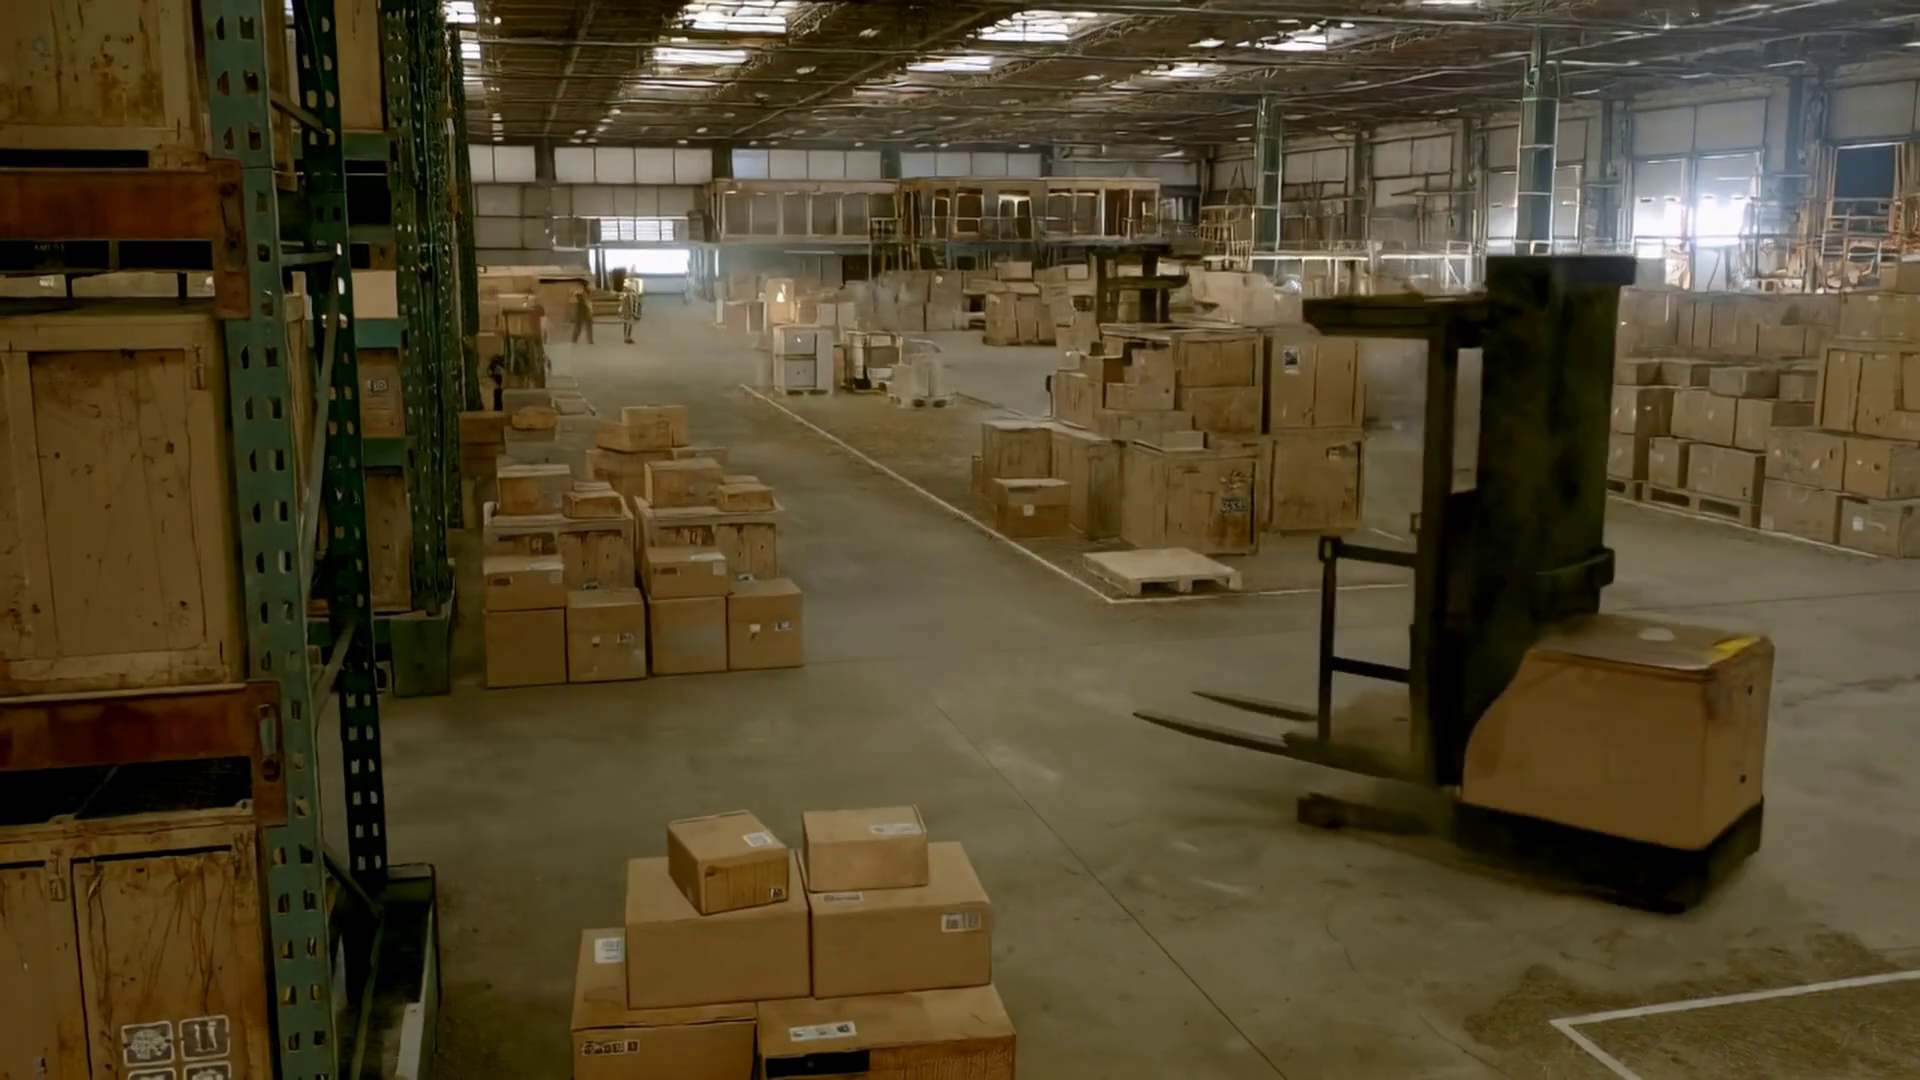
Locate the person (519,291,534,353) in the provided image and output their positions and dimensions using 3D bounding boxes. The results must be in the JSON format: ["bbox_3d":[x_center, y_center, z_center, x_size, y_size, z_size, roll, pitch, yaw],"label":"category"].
[{"bbox_3d":[-10.172,-4.989,39.432,0.968,1.818,0.545,1,10,8],"label":"person"}]

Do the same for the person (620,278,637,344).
[{"bbox_3d":[-9.828,-6.785,49.252,0.351,1.942,0.547,-9,14,-43],"label":"person"}]

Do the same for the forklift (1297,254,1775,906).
[{"bbox_3d":[2.741,0.067,7.795,1.873,2.768,1.129,8,13,40],"label":"forklift"}]

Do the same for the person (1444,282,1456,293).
[{"bbox_3d":[13.788,-6.318,46.758,0.633,1.891,0.487,-6,12,-33],"label":"person"}]

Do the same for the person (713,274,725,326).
[{"bbox_3d":[-8.724,-8.679,60.180,0.332,1.872,0.514,7,12,34],"label":"person"}]

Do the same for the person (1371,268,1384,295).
[{"bbox_3d":[18.639,-11.192,74.315,0.510,1.907,0.589,-9,13,-41],"label":"person"}]

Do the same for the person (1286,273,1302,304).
[{"bbox_3d":[13.009,-9.500,64.914,0.631,1.840,0.428,-1,10,-6],"label":"person"}]

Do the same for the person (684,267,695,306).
[{"bbox_3d":[-13.093,-12.289,80.595,0.586,1.880,0.354,5,11,25],"label":"person"}]

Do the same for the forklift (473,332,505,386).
[{"bbox_3d":[-10.203,-4.495,33.626,1.873,2.768,1.129,-3,10,-15],"label":"forklift"}]

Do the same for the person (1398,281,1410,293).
[{"bbox_3d":[12.524,-6.334,46.801,0.631,1.903,0.607,2,10,12],"label":"person"}]

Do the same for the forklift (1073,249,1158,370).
[{"bbox_3d":[2.504,-3.038,25.379,1.129,2.768,1.873,-3,10,-16],"label":"forklift"}]

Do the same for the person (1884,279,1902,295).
[{"bbox_3d":[26.654,-6.482,47.536,0.545,1.943,0.347,-3,10,-16],"label":"person"}]

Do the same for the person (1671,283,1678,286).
[{"bbox_3d":[20.176,-6.353,47.113,0.551,1.831,0.447,-3,10,-16],"label":"person"}]

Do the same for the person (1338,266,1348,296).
[{"bbox_3d":[18.428,-12.143,79.678,0.782,1.915,0.553,10,14,44],"label":"person"}]

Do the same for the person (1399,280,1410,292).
[{"bbox_3d":[12.809,-6.513,47.815,0.636,1.915,0.814,-10,14,-43],"label":"person"}]

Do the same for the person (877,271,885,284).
[{"bbox_3d":[-2.796,-8.658,59.708,0.396,1.992,0.623,7,12,35],"label":"person"}]

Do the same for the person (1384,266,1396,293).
[{"bbox_3d":[20.869,-12.357,80.820,0.610,1.936,0.420,9,14,42],"label":"person"}]

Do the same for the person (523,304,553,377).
[{"bbox_3d":[-8.990,-4.196,35.397,0.539,1.656,0.835,10,14,43],"label":"person"}]

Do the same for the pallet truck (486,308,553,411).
[{"bbox_3d":[-6.242,-2.418,24.362,0.823,1.965,1.885,1,10,3],"label":"pallet truck"}]

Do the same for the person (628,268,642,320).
[{"bbox_3d":[-12.713,-9.587,64.831,0.614,2.041,0.393,-7,12,-36],"label":"person"}]

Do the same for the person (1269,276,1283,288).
[{"bbox_3d":[10.351,-7.739,54.752,0.635,1.916,0.855,3,11,18],"label":"person"}]

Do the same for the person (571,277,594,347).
[{"bbox_3d":[-10.762,-6.501,47.362,0.683,2.000,0.813,3,10,17],"label":"person"}]

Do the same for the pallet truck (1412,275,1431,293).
[{"bbox_3d":[14.620,-7.324,52.145,0.823,1.965,1.885,8,13,40],"label":"pallet truck"}]
